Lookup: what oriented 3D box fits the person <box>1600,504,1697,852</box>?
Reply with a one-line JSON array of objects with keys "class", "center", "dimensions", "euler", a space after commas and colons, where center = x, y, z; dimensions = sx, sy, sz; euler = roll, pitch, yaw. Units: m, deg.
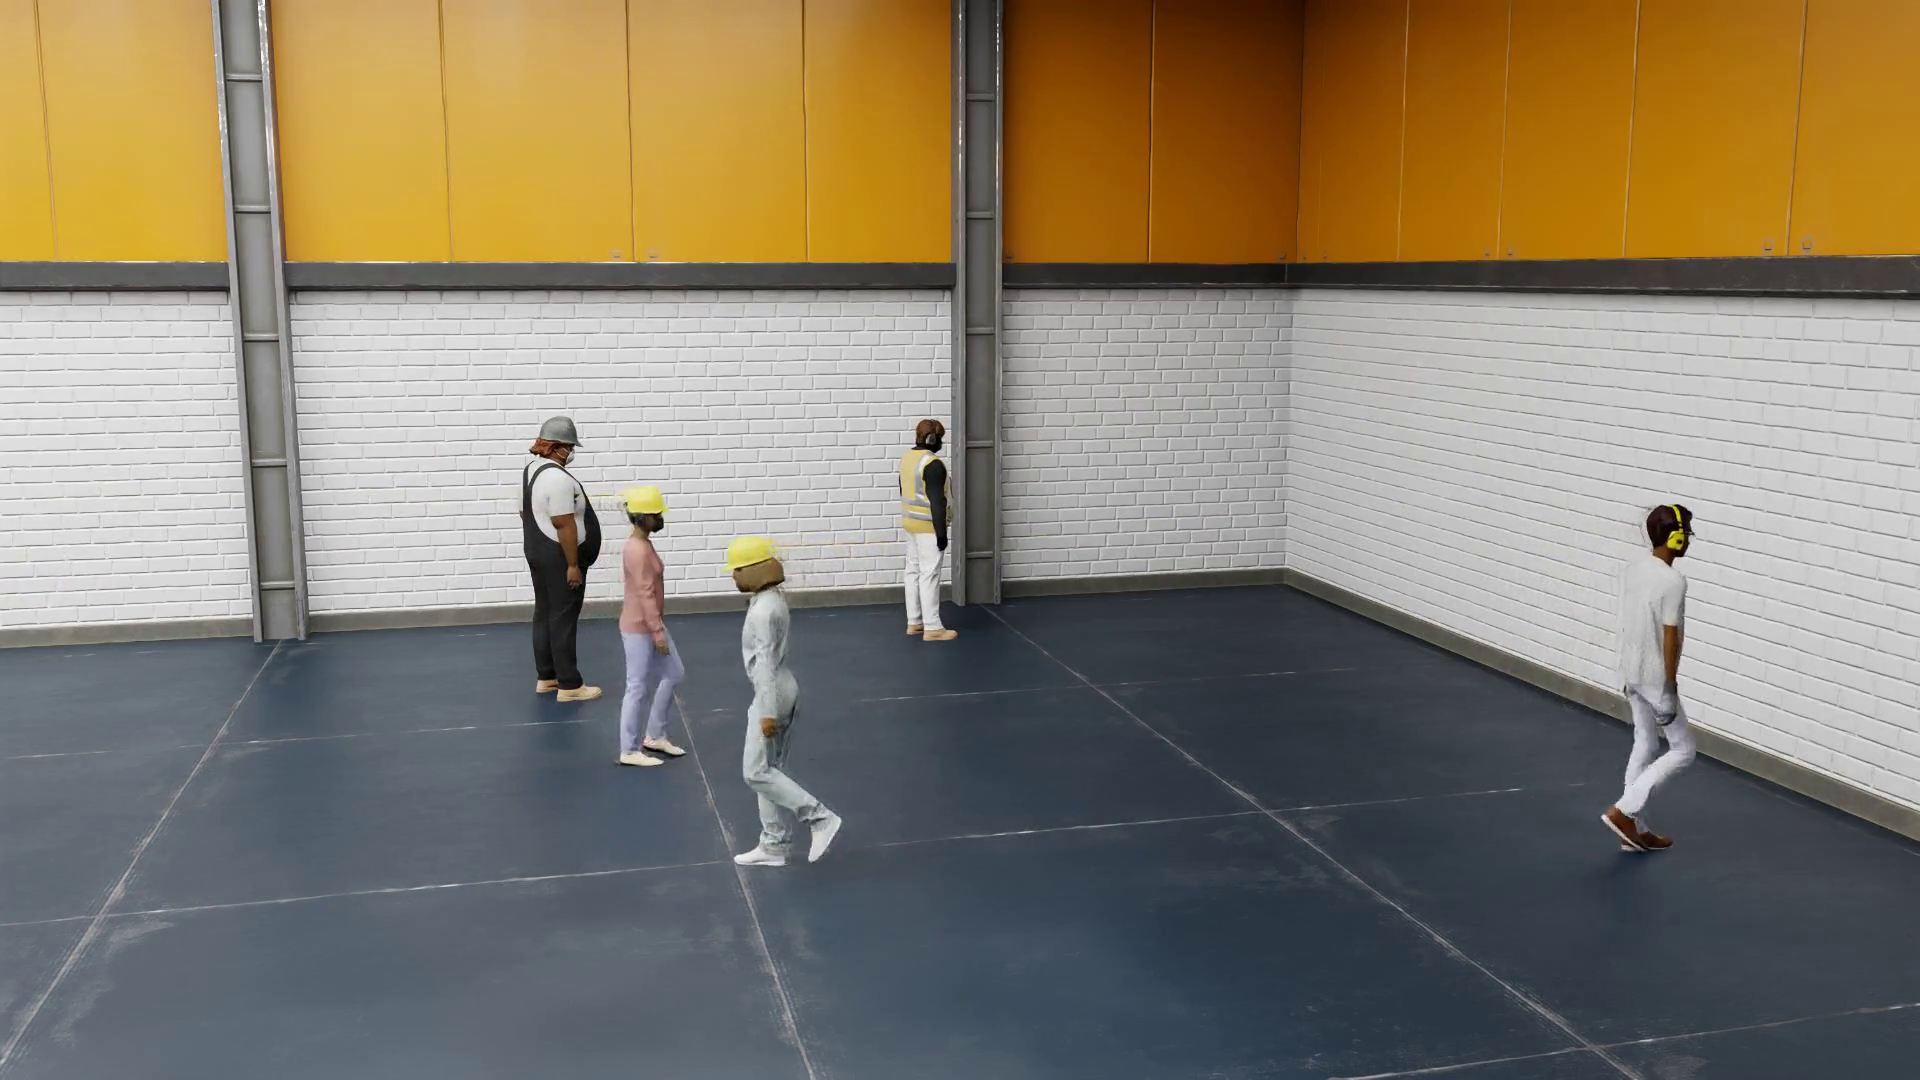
[{"class": "person", "center": [3.620, 0.731, 8.648], "dimensions": [0.392, 1.853, 0.546], "euler": [-1, 9, -9]}]

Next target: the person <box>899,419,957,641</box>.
[{"class": "person", "center": [-0.267, -0.089, 13.839], "dimensions": [0.430, 1.838, 0.620], "euler": [-5, 10, -27]}]

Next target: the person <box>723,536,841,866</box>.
[{"class": "person", "center": [-0.932, 0.830, 8.465], "dimensions": [0.543, 1.708, 0.534], "euler": [0, 9, 0]}]

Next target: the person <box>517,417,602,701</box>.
[{"class": "person", "center": [-2.838, 0.117, 11.913], "dimensions": [0.535, 2.000, 0.674], "euler": [-7, 11, -36]}]

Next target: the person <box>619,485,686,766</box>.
[{"class": "person", "center": [-1.875, 0.540, 10.186], "dimensions": [0.528, 1.751, 0.531], "euler": [0, 9, -1]}]
